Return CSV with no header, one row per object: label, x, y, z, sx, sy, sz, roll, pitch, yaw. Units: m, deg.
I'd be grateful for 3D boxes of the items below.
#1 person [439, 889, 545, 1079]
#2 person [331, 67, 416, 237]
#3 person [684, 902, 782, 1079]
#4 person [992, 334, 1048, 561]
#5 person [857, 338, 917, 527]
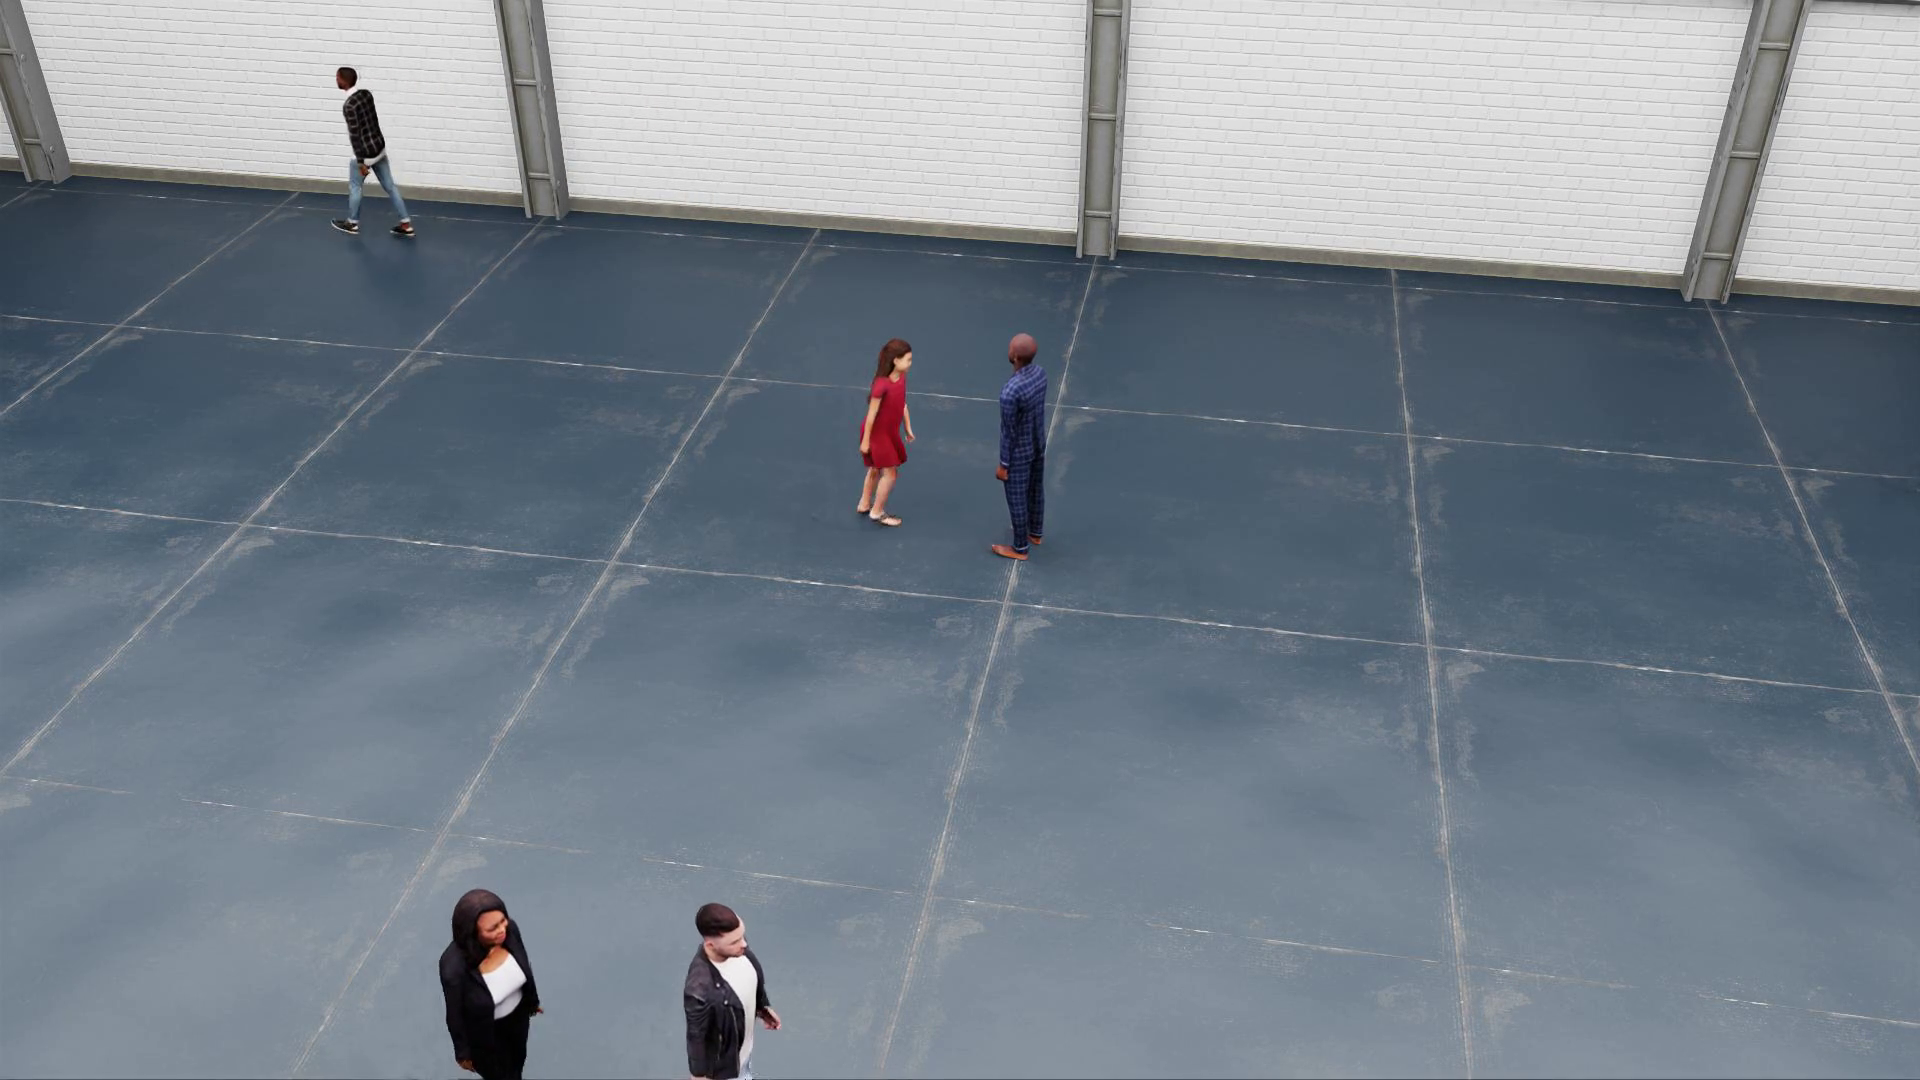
person,-2.290,2.263,7.917,0.766,1.600,0.743,15,36,21
person,-5.983,-3.951,17.106,1.129,1.777,0.782,11,35,15
person,-1.151,2.313,7.643,0.605,1.821,0.649,5,34,8
person,0.466,-0.687,12.157,0.747,1.819,0.748,20,39,27
person,-0.643,-0.811,12.622,0.711,1.511,0.633,20,38,27
